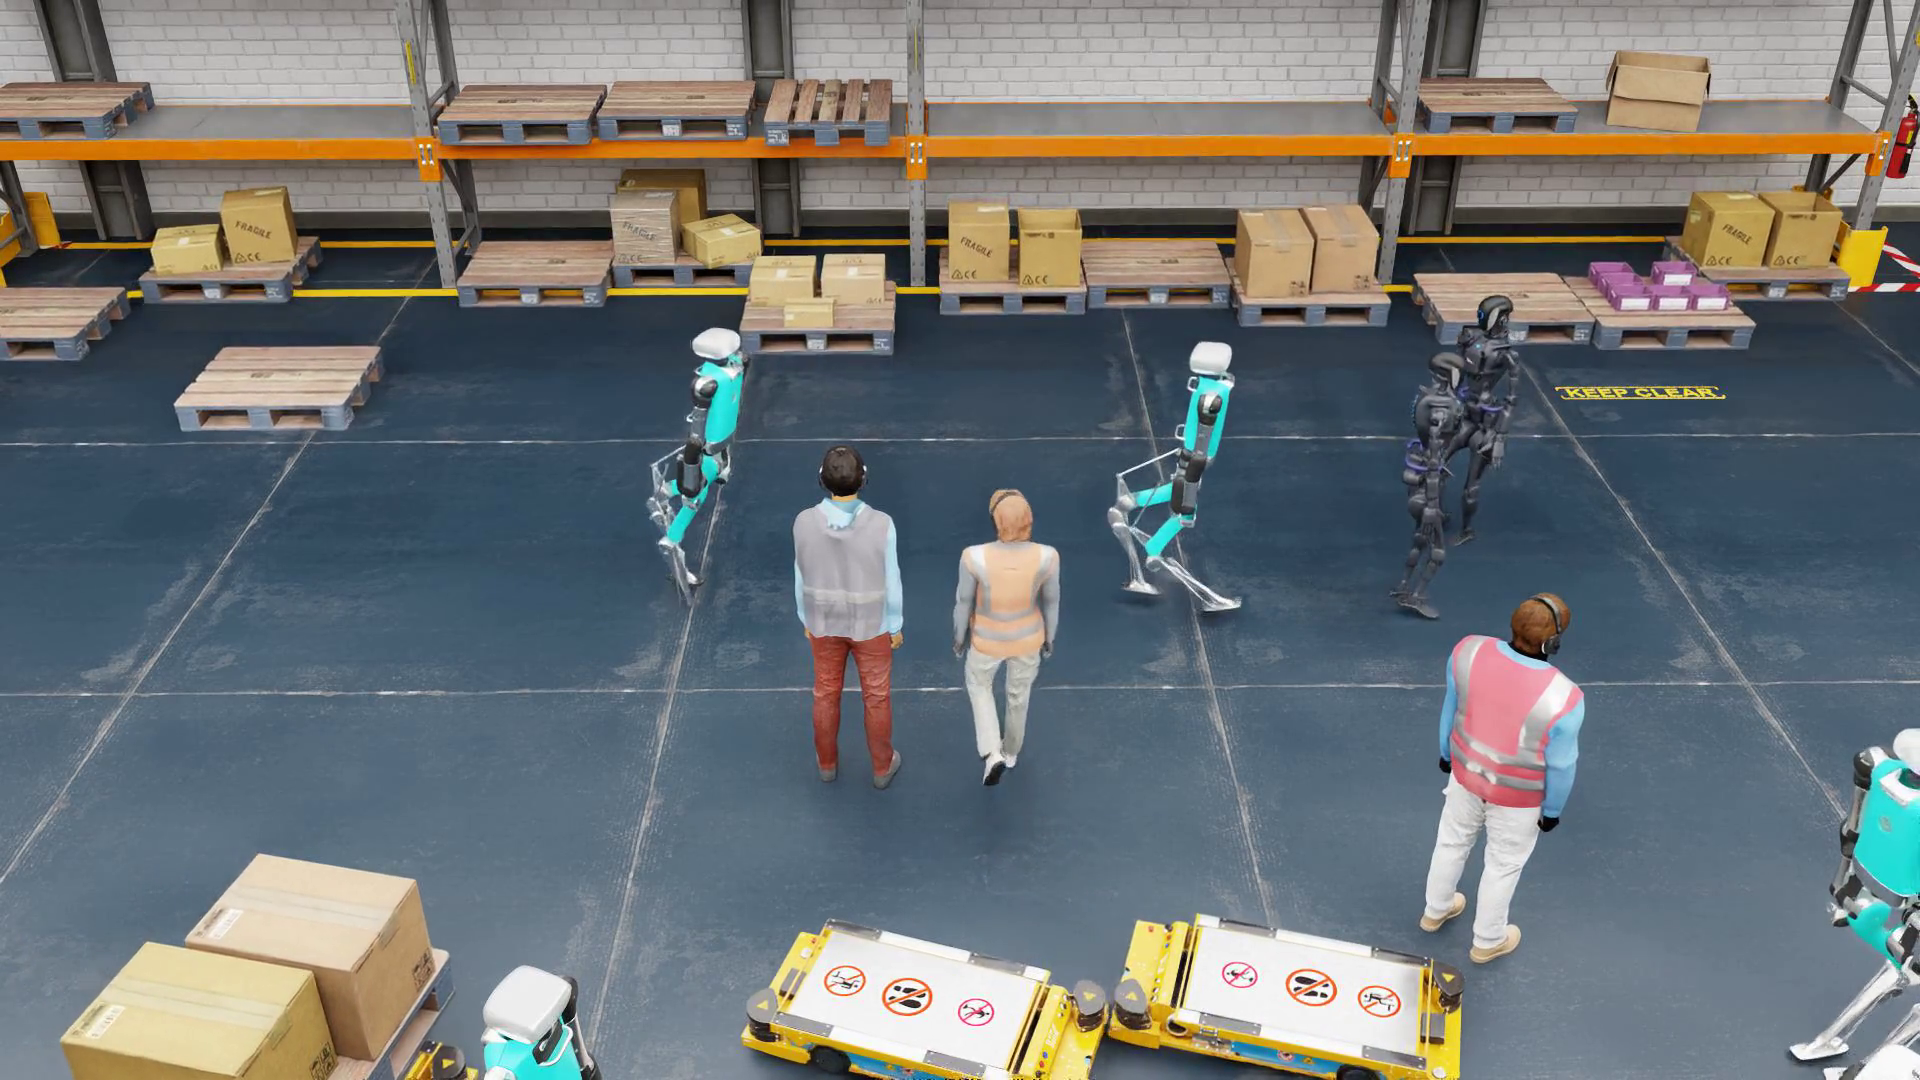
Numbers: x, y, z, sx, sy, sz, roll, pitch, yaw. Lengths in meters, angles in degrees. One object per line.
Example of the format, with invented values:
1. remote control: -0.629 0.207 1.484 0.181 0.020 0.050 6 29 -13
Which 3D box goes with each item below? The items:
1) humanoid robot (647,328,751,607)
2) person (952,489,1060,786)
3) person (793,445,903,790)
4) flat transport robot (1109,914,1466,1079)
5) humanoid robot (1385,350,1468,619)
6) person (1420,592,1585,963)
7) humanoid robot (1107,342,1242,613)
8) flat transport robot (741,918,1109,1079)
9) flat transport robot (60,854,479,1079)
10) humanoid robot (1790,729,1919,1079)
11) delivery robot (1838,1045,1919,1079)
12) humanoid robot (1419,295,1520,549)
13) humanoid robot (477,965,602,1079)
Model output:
1. humanoid robot: -1.615 -0.388 9.714 0.840 1.843 0.548 11 33 17
2. person: 0.236 0.521 8.216 0.538 1.623 0.472 -4 31 -7
3. person: -0.546 0.412 8.173 0.535 1.872 0.415 5 31 8
4. flat transport robot: 1.406 1.981 7.113 1.431 0.231 0.659 8 32 13
5. humanoid robot: 2.726 -0.344 9.624 0.339 1.652 0.614 8 32 14
6. person: 2.346 1.022 7.197 0.431 1.837 0.629 -25 39 -35
7. humanoid robot: 1.197 -0.329 9.523 0.966 1.740 0.548 6 32 10
8. flat transport robot: -0.140 2.025 7.040 1.431 0.231 0.659 10 32 16
9. flat transport robot: -2.746 2.239 6.683 1.431 0.231 0.659 7 32 11
10. humanoid robot: 3.741 1.451 6.503 0.693 1.736 0.543 -8 32 -13
11. delivery robot: 3.510 2.274 6.340 0.777 0.587 0.499 -23 38 -33
12. humanoid robot: 3.167 -0.709 10.220 0.363 1.655 0.601 -15 34 -23
13. humanoid robot: -1.093 2.084 5.386 0.735 1.677 0.533 7 32 11
